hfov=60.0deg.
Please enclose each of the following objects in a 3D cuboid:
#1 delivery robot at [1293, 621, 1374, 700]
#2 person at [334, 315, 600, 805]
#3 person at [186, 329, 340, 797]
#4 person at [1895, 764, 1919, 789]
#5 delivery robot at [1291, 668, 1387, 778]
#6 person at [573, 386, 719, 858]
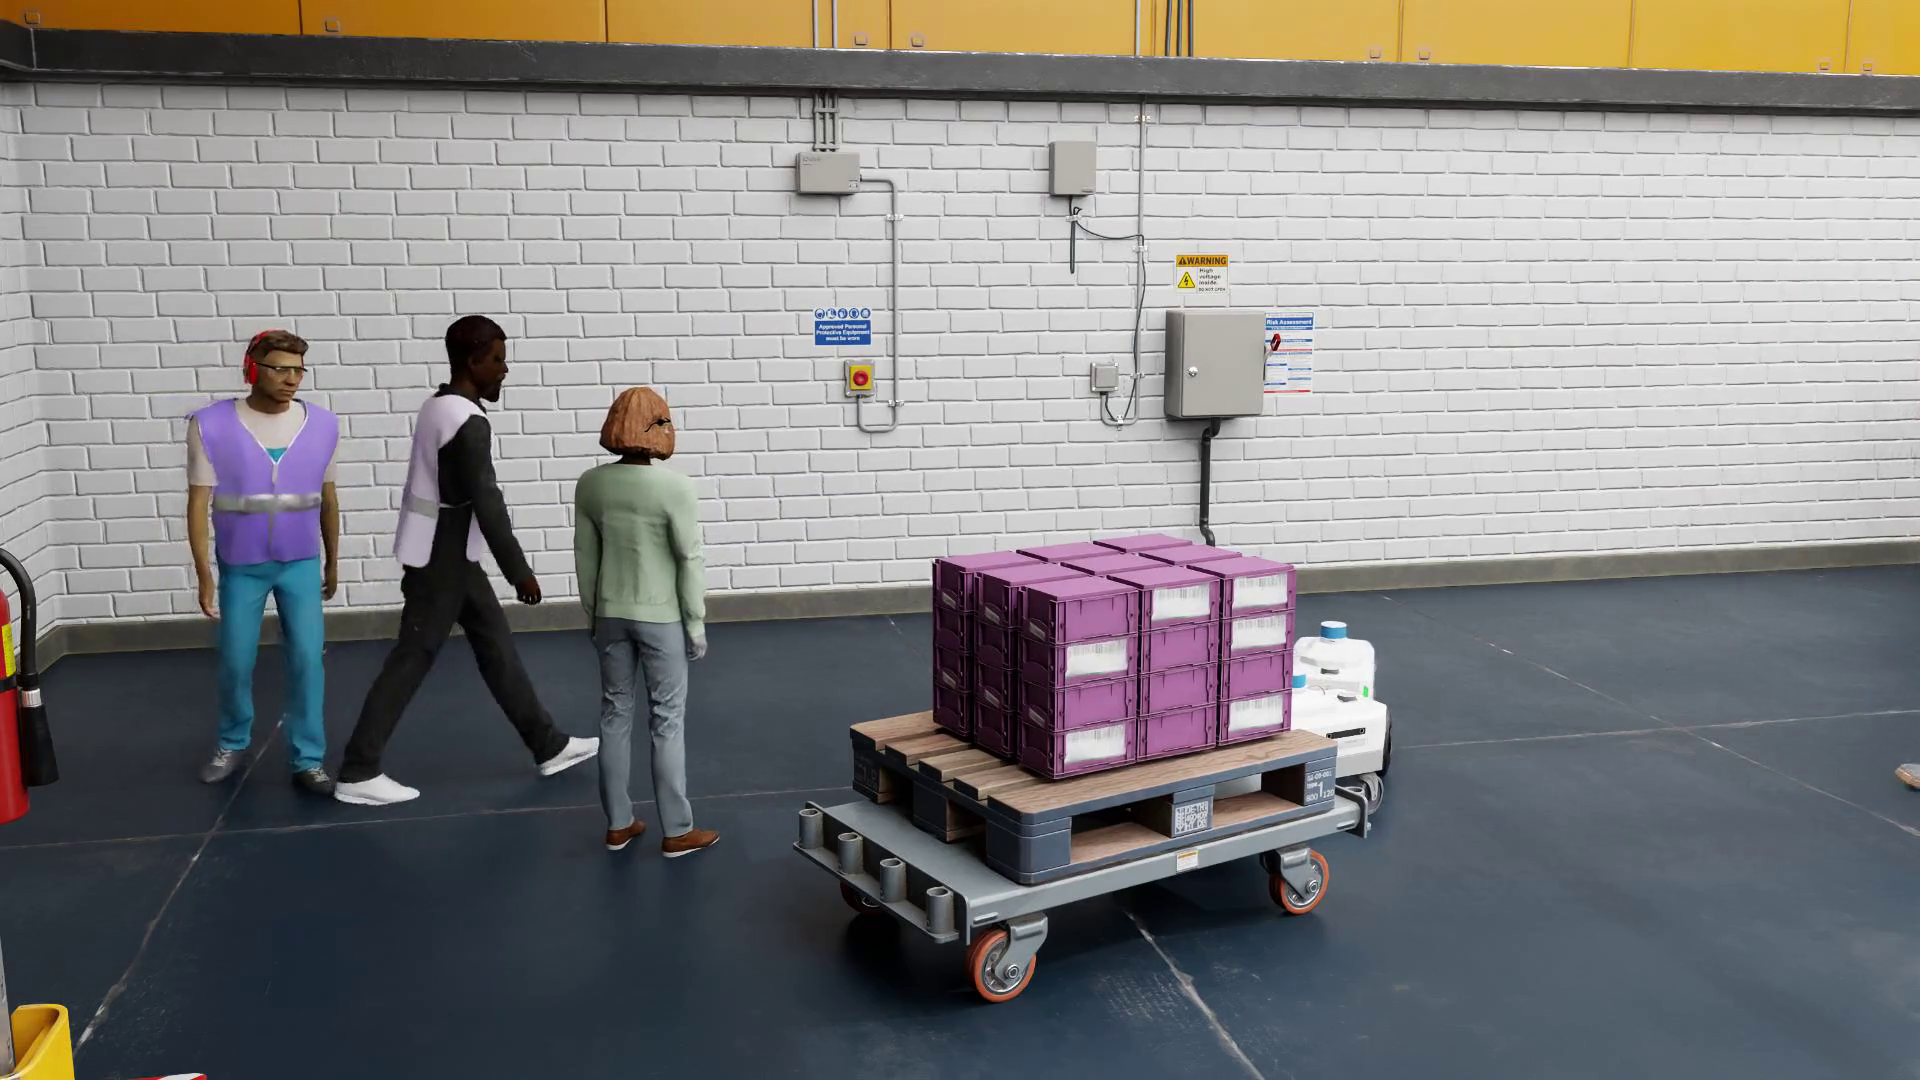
[{"bbox_3d":[1.534,0.580,6.877,0.477,0.478,0.707,3,10,14],"label":"delivery robot"},{"bbox_3d":[-1.903,0.079,6.335,1.083,1.848,0.587,-4,11,-23],"label":"person"},{"bbox_3d":[-2.704,0.082,6.457,0.587,1.808,0.684,-8,13,-37],"label":"person"},{"bbox_3d":[4.196,0.092,6.306,1.010,1.833,0.590,1,10,8],"label":"person"},{"bbox_3d":[1.218,0.714,6.130,0.707,0.478,0.477,-5,11,-26],"label":"delivery robot"},{"bbox_3d":[-1.098,0.286,5.774,0.501,1.633,0.285,5,11,24],"label":"person"}]
